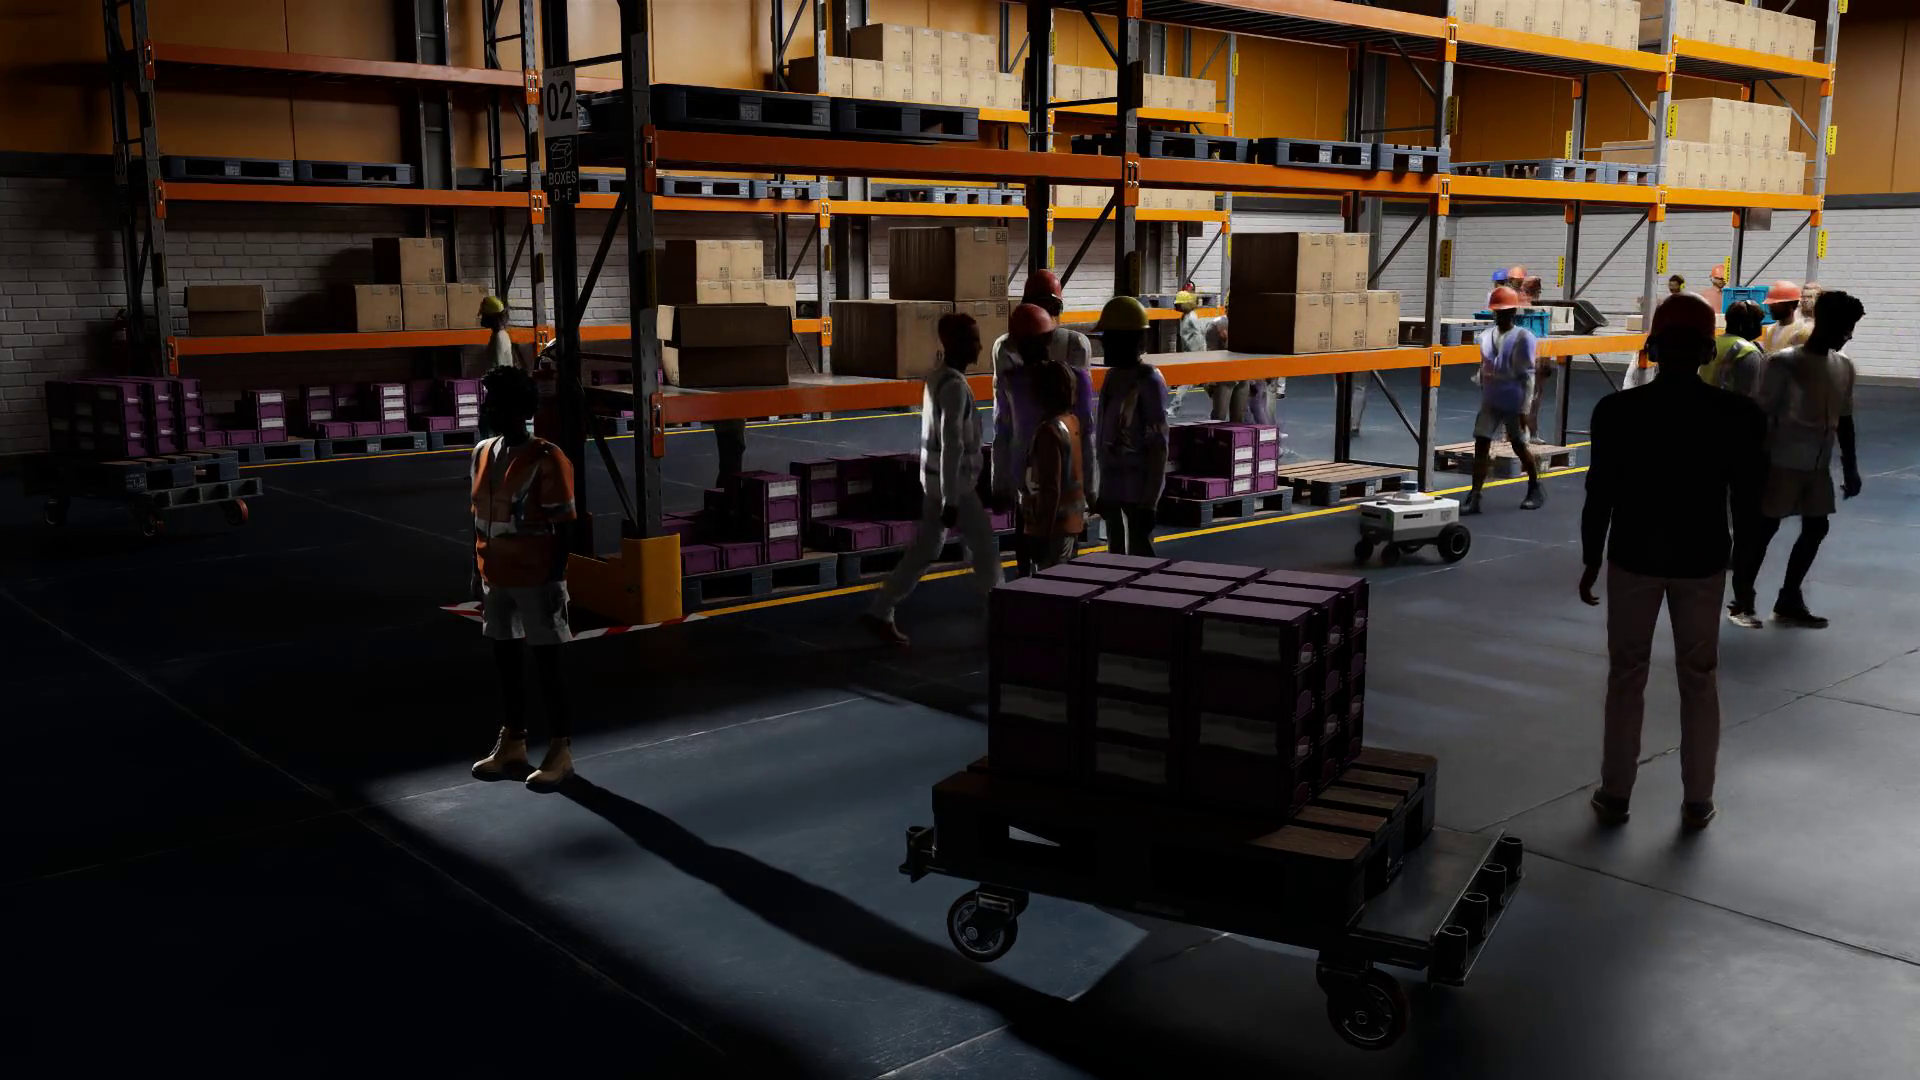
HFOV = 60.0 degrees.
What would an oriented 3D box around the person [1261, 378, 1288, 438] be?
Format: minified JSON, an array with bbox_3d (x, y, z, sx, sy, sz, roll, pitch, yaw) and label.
[{"bbox_3d":[3.612,-2.120,19.471,0.326,1.865,0.519,-7,12,-36],"label":"person"}]

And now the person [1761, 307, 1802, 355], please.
[{"bbox_3d":[11.471,-2.708,23.225,0.523,1.760,0.327,4,10,20],"label":"person"}]

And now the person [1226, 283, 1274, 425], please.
[{"bbox_3d":[2.993,-1.763,17.367,0.469,1.870,0.699,7,12,34],"label":"person"}]

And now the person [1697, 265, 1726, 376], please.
[{"bbox_3d":[10.983,-2.993,24.200,0.622,1.991,0.389,0,10,0],"label":"person"}]

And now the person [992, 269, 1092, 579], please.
[{"bbox_3d":[0.493,-0.611,10.105,0.605,2.045,0.377,-1,10,-3],"label":"person"}]

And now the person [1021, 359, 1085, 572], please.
[{"bbox_3d":[0.447,-0.039,7.939,0.306,1.640,0.522,2,10,14],"label":"person"}]

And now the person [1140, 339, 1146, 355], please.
[{"bbox_3d":[2.230,-2.499,22.304,0.842,1.657,0.536,-7,12,-35],"label":"person"}]

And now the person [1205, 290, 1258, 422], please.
[{"bbox_3d":[2.705,-1.592,16.489,0.588,1.827,0.403,-5,11,-27],"label":"person"}]

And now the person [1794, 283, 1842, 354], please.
[{"bbox_3d":[8.589,-1.673,16.890,1.005,1.864,0.633,-6,11,-31],"label":"person"}]

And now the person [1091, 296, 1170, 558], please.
[{"bbox_3d":[0.837,-0.256,8.368,0.384,1.928,0.589,-3,10,-18],"label":"person"}]

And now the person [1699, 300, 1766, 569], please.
[{"bbox_3d":[5.277,-0.718,11.376,0.430,1.835,0.621,0,10,-2],"label":"person"}]

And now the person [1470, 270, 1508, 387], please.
[{"bbox_3d":[8.656,-3.385,26.755,0.628,1.892,0.981,-2,10,-14],"label":"person"}]

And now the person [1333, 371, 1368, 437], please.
[{"bbox_3d":[4.667,-2.193,19.746,0.647,1.914,0.696,1,10,5],"label":"person"}]

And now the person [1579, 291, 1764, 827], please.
[{"bbox_3d":[2.643,0.077,6.224,0.623,1.992,0.396,3,10,15],"label":"person"}]

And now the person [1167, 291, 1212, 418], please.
[{"bbox_3d":[3.095,-2.450,21.976,0.968,1.674,0.529,-1,10,-7],"label":"person"}]

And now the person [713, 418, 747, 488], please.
[{"bbox_3d":[-1.684,-0.784,12.316,0.272,1.632,0.507,-4,10,-21],"label":"person"}]

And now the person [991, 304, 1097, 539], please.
[{"bbox_3d":[0.444,-0.333,8.986,0.558,1.875,1.029,5,11,27],"label":"person"}]

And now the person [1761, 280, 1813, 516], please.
[{"bbox_3d":[6.739,-1.160,13.673,0.408,1.927,0.557,-2,10,-11],"label":"person"}]

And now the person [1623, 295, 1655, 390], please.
[{"bbox_3d":[9.126,-2.441,22.073,0.789,1.608,0.522,7,12,34],"label":"person"}]

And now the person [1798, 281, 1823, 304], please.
[{"bbox_3d":[12.125,-2.822,23.836,0.617,1.774,0.894,0,10,0],"label":"person"}]

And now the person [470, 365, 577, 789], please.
[{"bbox_3d":[-1.771,0.147,6.686,0.541,1.695,0.315,6,11,32],"label":"person"}]

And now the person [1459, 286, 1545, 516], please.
[{"bbox_3d":[4.542,-1.154,13.759,1.000,1.894,0.561,-7,12,-37],"label":"person"}]

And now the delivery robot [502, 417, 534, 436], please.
[{"bbox_3d":[-4.570,-1.234,17.835,0.707,0.478,0.477,-8,12,-38],"label":"delivery robot"}]

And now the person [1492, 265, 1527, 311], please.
[{"bbox_3d":[8.166,-3.077,24.670,0.618,2.009,0.912,1,10,6],"label":"person"}]

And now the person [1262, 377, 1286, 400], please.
[{"bbox_3d":[4.627,-2.979,24.636,0.405,1.823,0.591,-6,12,-33],"label":"person"}]

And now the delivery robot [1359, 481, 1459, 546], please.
[{"bbox_3d":[3.130,-0.168,11.595,0.707,0.478,0.477,-5,11,-28],"label":"delivery robot"}]

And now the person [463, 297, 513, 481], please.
[{"bbox_3d":[-4.372,-1.377,15.487,0.746,1.741,0.530,-4,10,-20],"label":"person"}]

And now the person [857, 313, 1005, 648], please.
[{"bbox_3d":[-0.076,-0.304,8.956,0.997,1.842,0.587,-2,10,-14],"label":"person"}]

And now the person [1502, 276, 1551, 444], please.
[{"bbox_3d":[6.430,-2.024,18.824,0.402,1.899,0.635,-6,11,-31],"label":"person"}]

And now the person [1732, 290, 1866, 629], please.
[{"bbox_3d":[4.777,-0.449,9.515,0.672,1.934,0.434,-3,10,-18],"label":"person"}]

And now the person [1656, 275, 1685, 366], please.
[{"bbox_3d":[10.724,-3.065,25.048,0.688,1.847,0.539,-5,11,-27],"label":"person"}]
